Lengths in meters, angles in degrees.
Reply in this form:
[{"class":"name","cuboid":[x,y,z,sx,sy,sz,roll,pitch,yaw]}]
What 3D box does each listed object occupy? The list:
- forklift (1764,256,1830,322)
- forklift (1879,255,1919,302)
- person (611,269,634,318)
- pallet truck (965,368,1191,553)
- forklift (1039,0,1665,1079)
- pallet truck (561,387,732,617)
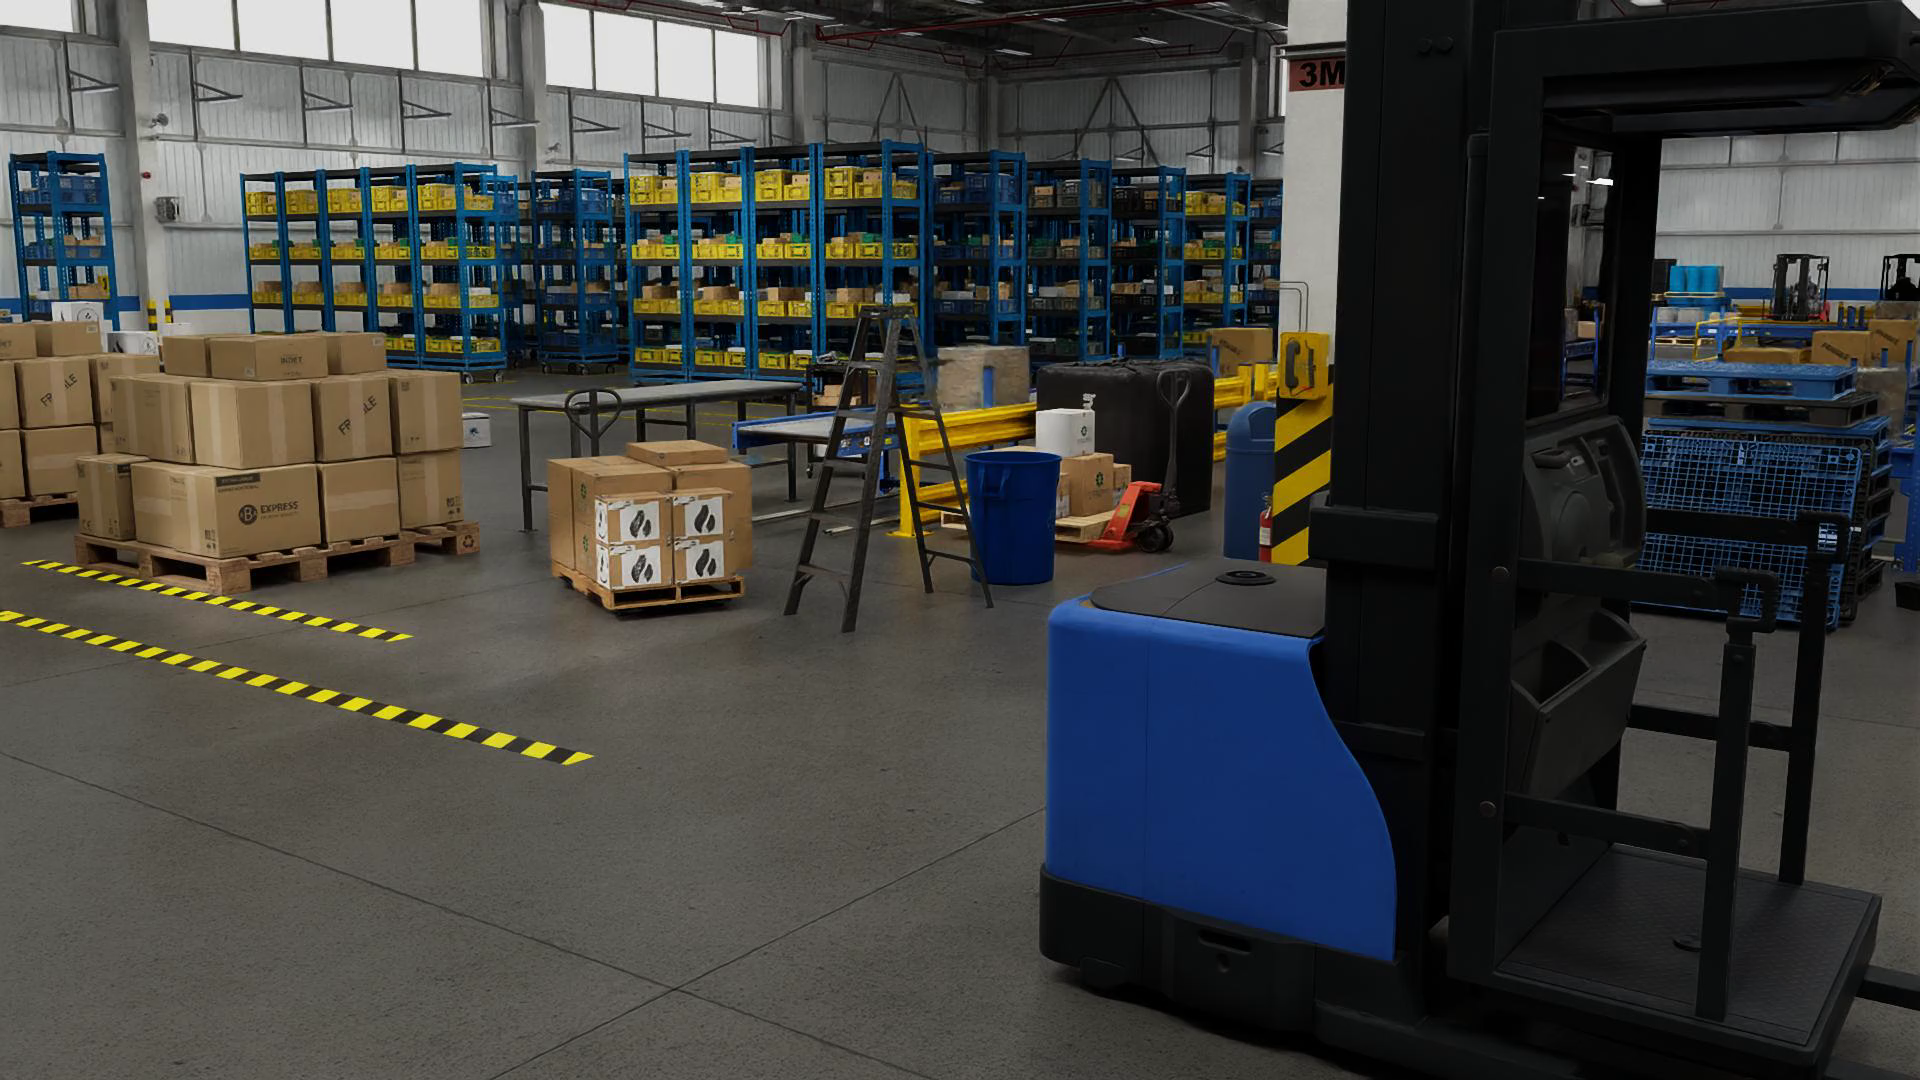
[{"class":"forklift","cuboid":[20.253,-5.854,40.139,1.157,1.987,2.680,7,12,35]},{"class":"forklift","cuboid":[22.089,-5.634,38.796,1.157,1.987,2.680,6,11,33]},{"class":"person","cuboid":[-8.270,-5.737,40.821,0.569,1.838,0.386,-1,10,-7]},{"class":"pallet truck","cuboid":[0.845,-0.609,11.869,1.630,1.274,0.653,7,12,35]},{"class":"forklift","cuboid":[1.249,-0.137,4.360,1.873,2.768,1.129,7,12,35]},{"class":"pallet truck","cuboid":[-1.981,-0.274,10.088,0.680,1.201,1.601,-5,11,-28]}]
